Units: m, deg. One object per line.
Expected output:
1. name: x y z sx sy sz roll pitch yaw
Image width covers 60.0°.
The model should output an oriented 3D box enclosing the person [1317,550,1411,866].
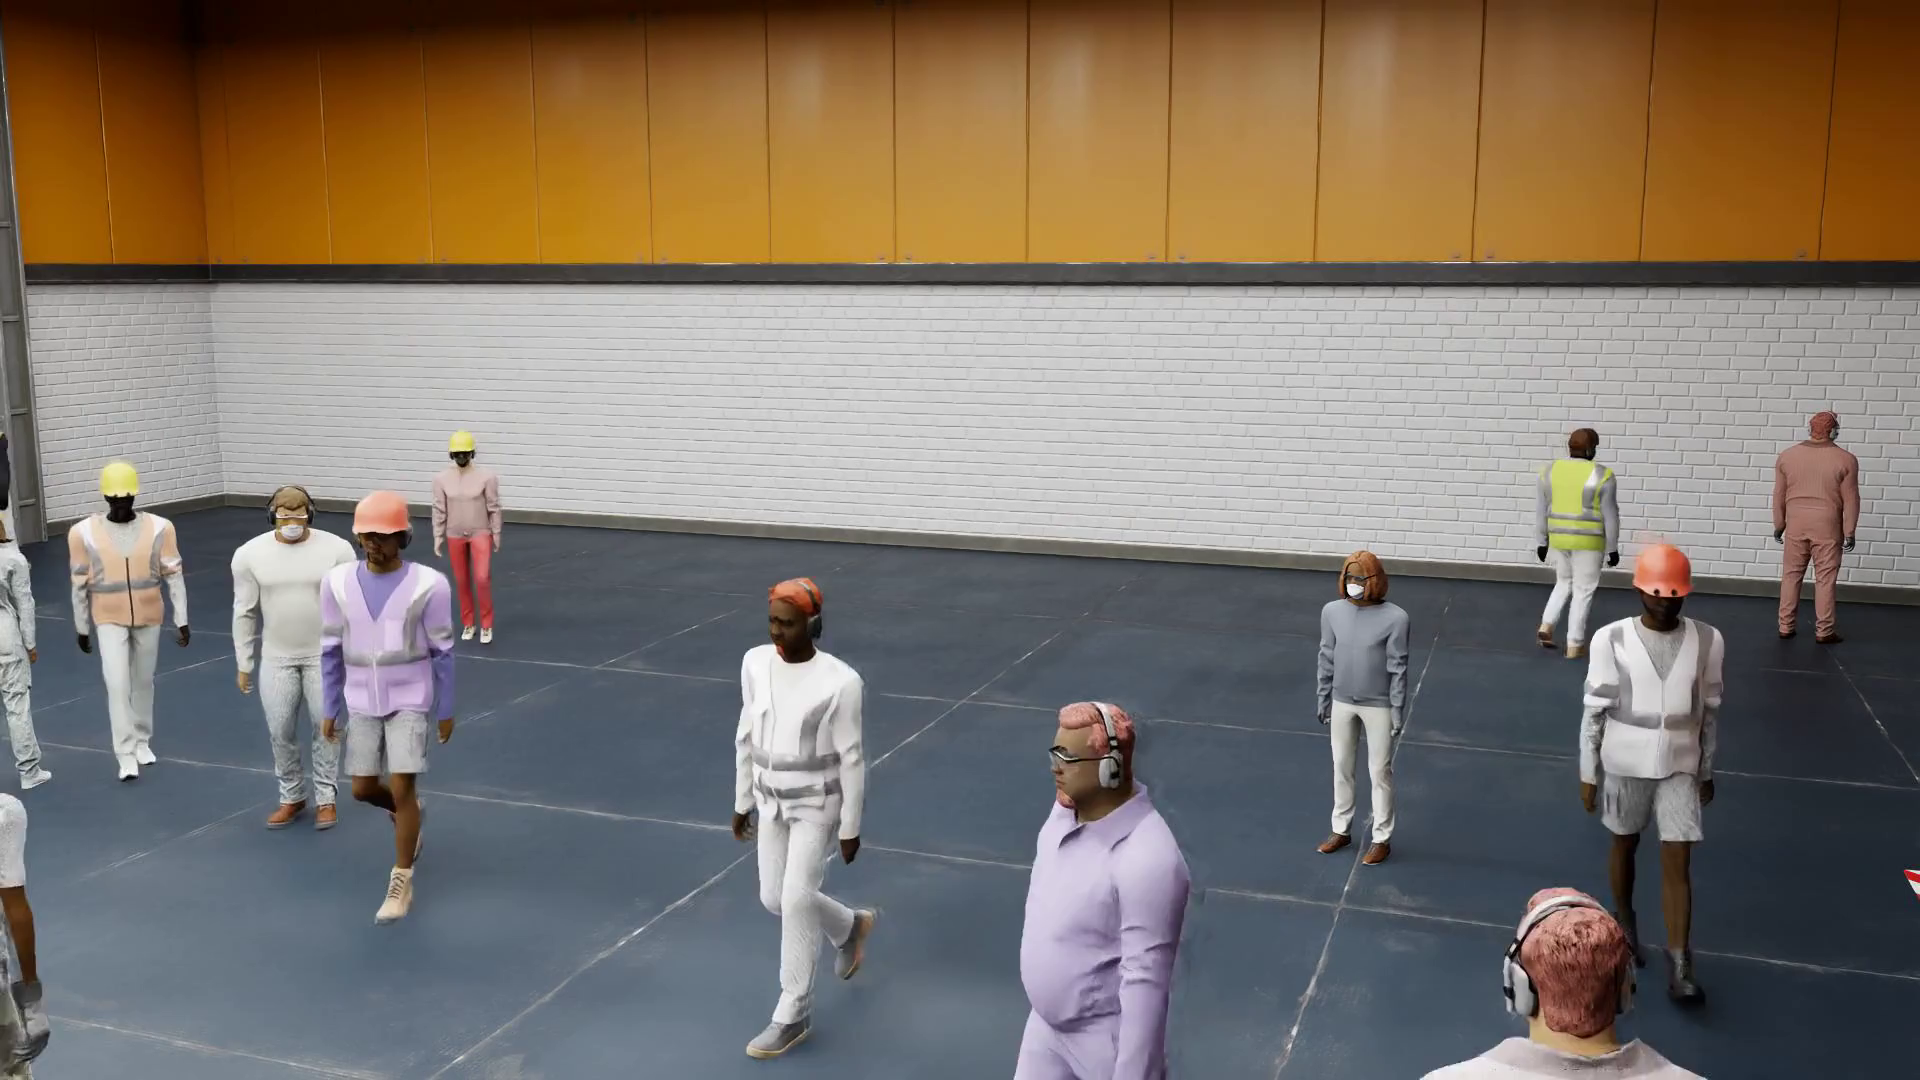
1. person: 2.065 0.853 8.565 0.493 1.624 0.280 7 12 38

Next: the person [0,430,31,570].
1. person: -9.665 -0.496 16.426 0.637 1.797 0.957 0 9 2

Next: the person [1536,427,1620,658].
1. person: 4.858 0.027 13.052 0.443 1.826 0.634 -7 12 -38

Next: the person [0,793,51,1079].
1. person: -3.019 1.328 5.032 0.544 1.811 0.969 -3 10 -16

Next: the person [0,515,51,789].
1. person: -5.658 0.606 9.728 0.486 1.744 0.310 -2 9 -13

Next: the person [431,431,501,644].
1. person: -4.024 -0.014 13.558 0.527 1.748 0.636 0 9 -3

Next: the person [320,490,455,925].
1. person: -2.712 0.749 7.969 0.619 2.028 0.759 0 9 1

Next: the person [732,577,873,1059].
1. person: -0.594 1.048 6.620 0.585 1.864 0.758 7 11 37

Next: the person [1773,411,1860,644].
1. person: 7.024 -0.107 13.647 0.406 1.906 0.654 -9 13 -44

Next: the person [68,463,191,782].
1. person: -4.959 0.488 9.990 0.601 1.888 0.899 -6 11 -35

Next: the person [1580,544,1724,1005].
1. person: 2.909 0.972 6.981 0.576 1.893 0.935 2 9 12

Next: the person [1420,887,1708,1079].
1. person: 1.129 1.585 3.191 0.670 1.885 0.601 1 9 9

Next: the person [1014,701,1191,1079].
1. person: 0.443 1.357 4.693 0.959 1.871 0.653 -4 10 -22

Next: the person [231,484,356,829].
1. person: -3.587 0.639 9.019 0.648 1.918 0.406 -3 10 -17
